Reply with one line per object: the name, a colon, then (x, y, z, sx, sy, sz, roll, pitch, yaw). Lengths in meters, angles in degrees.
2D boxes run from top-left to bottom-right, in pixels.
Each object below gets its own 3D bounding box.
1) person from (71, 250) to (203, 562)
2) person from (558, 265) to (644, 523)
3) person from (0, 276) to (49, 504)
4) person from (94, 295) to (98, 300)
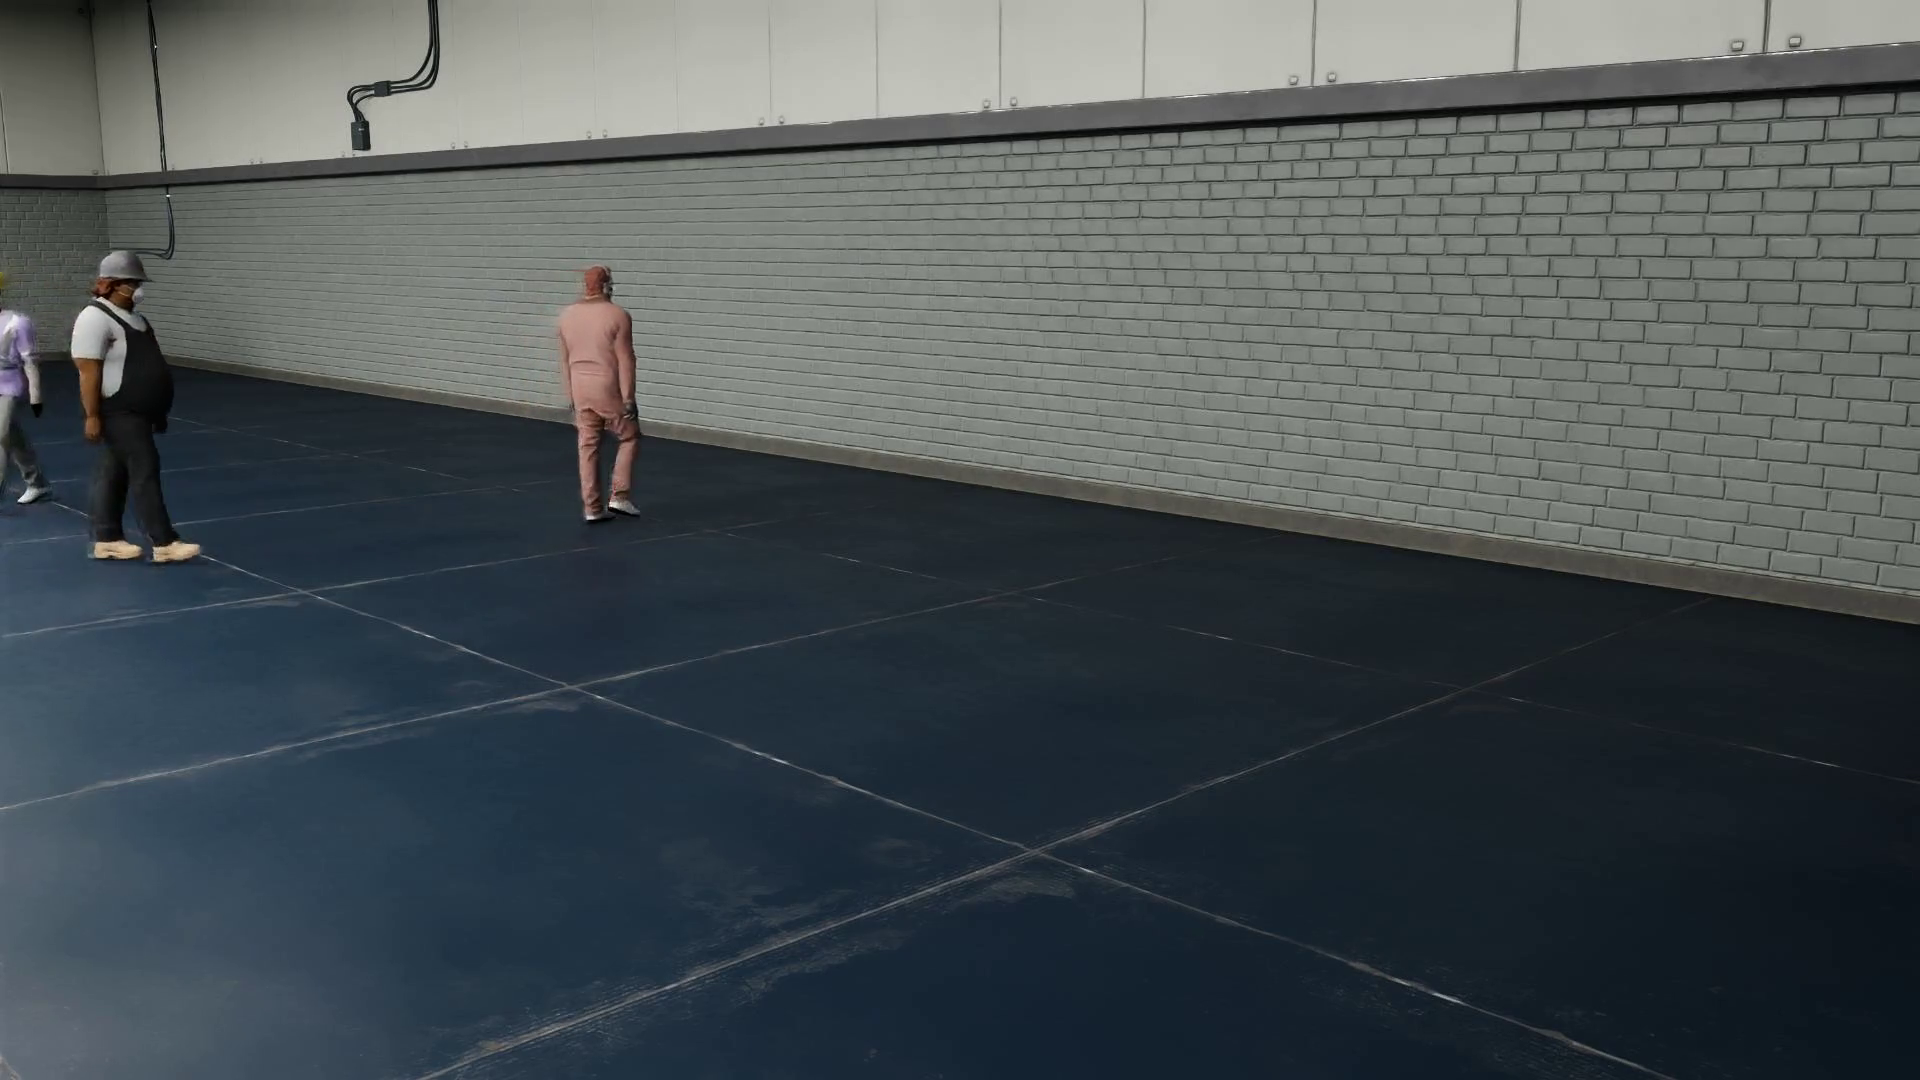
person: (-5.297, -0.850, 10.777, 0.899, 2.000, 0.695, -1, 10, -4)
person: (-2.610, -1.077, 12.301, 0.678, 1.887, 0.540, 5, 11, 24)
person: (-7.433, -1.163, 12.847, 0.599, 1.872, 1.015, 2, 11, 10)
person: (-12.081, -3.050, 23.765, 0.532, 1.639, 0.311, 0, 10, 2)
